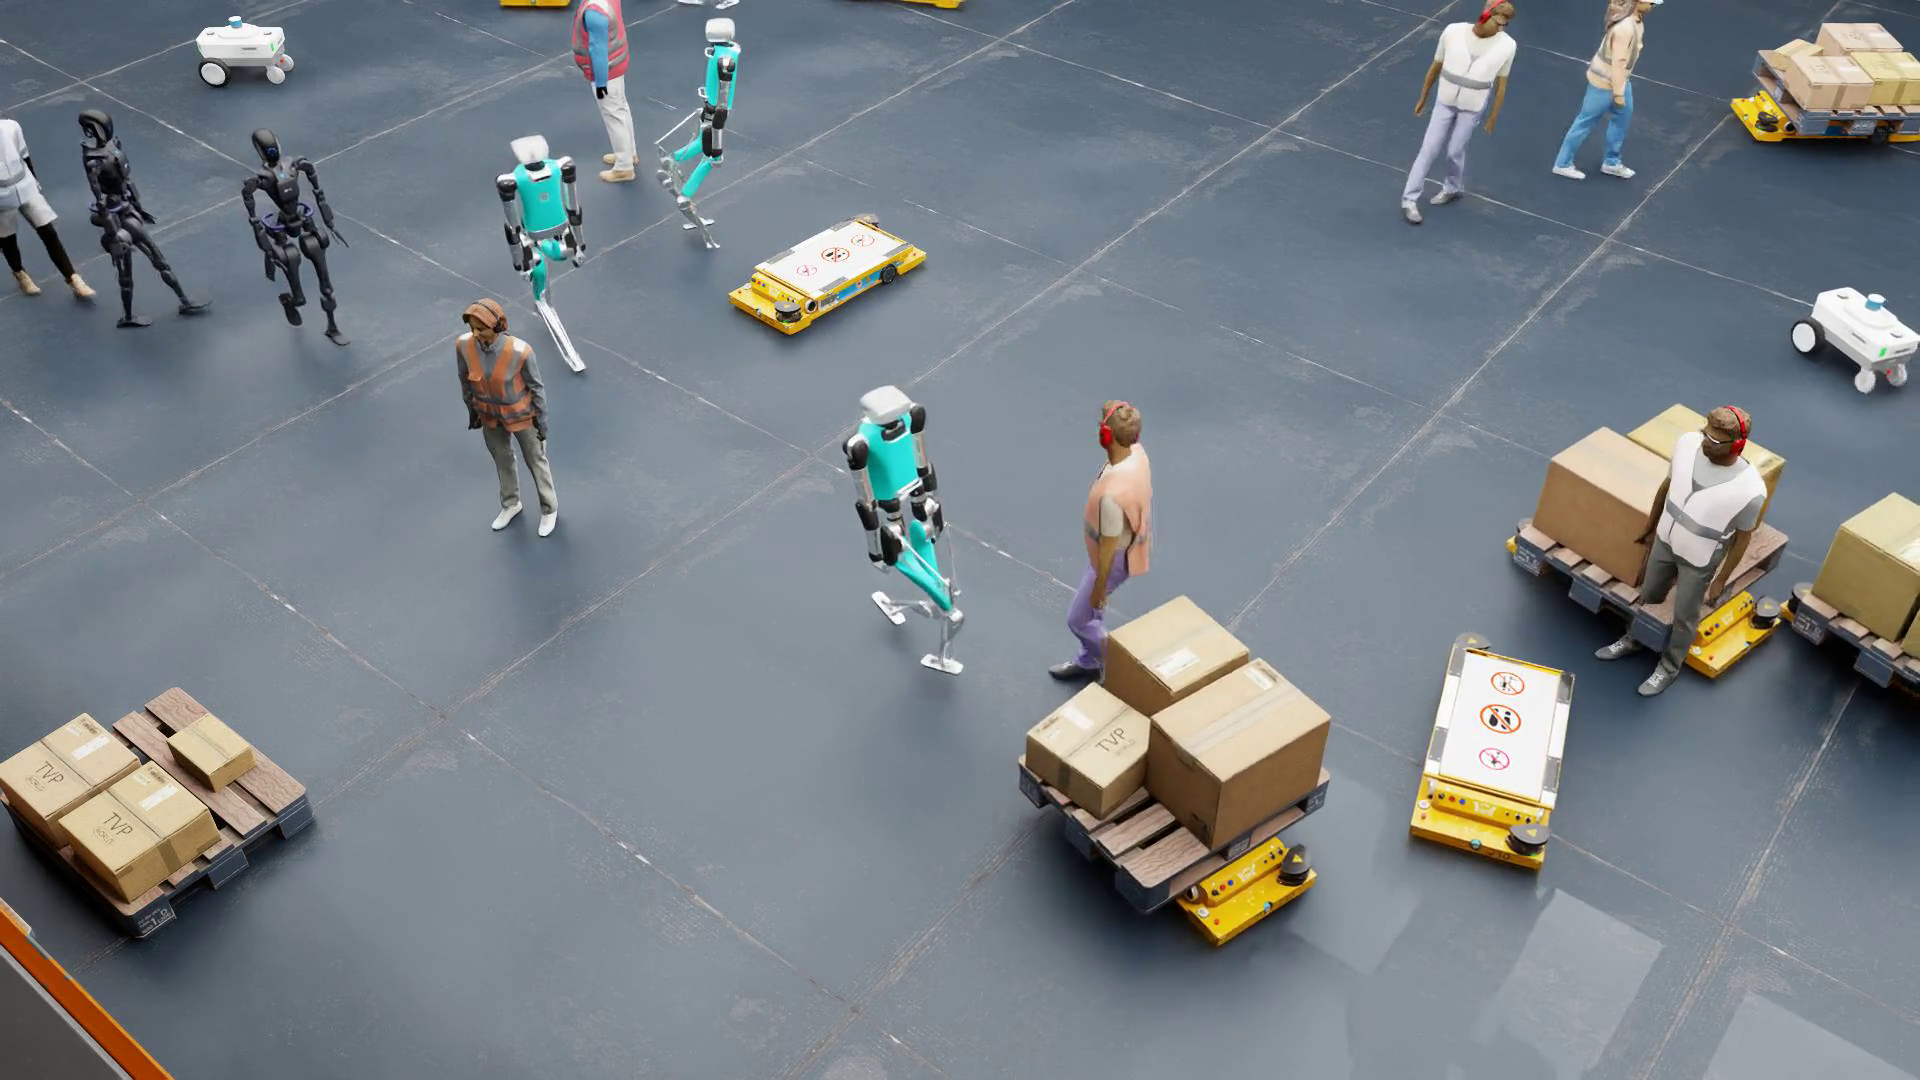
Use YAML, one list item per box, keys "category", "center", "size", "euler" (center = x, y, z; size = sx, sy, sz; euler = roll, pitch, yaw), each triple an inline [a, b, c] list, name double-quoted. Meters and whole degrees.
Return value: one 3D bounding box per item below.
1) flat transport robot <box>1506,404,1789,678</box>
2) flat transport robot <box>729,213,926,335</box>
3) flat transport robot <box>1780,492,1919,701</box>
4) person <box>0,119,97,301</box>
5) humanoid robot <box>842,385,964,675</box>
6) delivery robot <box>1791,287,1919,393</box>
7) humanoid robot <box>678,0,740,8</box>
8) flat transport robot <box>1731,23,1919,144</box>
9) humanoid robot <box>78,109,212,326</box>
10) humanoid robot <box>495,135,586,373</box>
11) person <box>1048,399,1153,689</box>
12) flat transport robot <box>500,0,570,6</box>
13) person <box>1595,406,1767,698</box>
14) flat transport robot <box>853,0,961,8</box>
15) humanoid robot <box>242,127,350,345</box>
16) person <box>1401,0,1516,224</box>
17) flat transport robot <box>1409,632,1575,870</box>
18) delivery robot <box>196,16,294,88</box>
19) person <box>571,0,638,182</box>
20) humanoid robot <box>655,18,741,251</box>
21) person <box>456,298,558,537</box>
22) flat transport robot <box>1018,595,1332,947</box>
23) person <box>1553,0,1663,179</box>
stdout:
- category: "flat transport robot"
  center: [4.017, 0.225, 9.813]
  size: [0.659, 0.231, 1.431]
  euler: [-27, 47, -28]
- category: "flat transport robot"
  center: [-0.979, -2.005, 12.437]
  size: [0.659, 0.231, 1.431]
  euler: [31, 49, 31]
- category: "flat transport robot"
  center: [5.432, 0.628, 9.339]
  size: [0.659, 0.231, 1.431]
  euler: [-24, 46, -26]
- category: "person"
  center: [-6.747, -2.414, 11.852]
  size: [0.798, 1.642, 0.543]
  euler: [26, 47, 28]
- category: "humanoid robot"
  center: [-0.171, 0.035, 8.925]
  size: [1.033, 1.726, 0.536]
  euler: [31, 49, 32]
- category: "delivery robot"
  center: [6.240, -1.437, 11.561]
  size: [0.499, 0.611, 0.792]
  euler: [-12, 42, -14]
- category: "humanoid robot"
  center: [-2.598, -5.990, 15.998]
  size: [0.865, 1.755, 0.579]
  euler: [-10, 41, -11]
- category: "flat transport robot"
  center: [7.525, -3.681, 14.408]
  size: [1.431, 0.231, 0.659]
  euler: [0, 40, 0]
- category: "humanoid robot"
  center: [-5.801, -2.229, 11.625]
  size: [0.682, 1.633, 0.612]
  euler: [-2, 40, -3]
- category: "humanoid robot"
  center: [-2.905, -2.058, 11.413]
  size: [0.541, 1.761, 1.027]
  euler: [-22, 45, -23]
- category: "person"
  center: [0.765, 0.087, 8.785]
  size: [0.493, 1.804, 0.613]
  euler: [7, 41, 8]
- category: "flat transport robot"
  center: [-4.171, -5.784, 16.882]
  size: [0.659, 0.231, 1.431]
  euler: [2, 40, 2]
- category: "person"
  center: [3.865, 0.047, 8.806]
  size: [0.373, 1.843, 0.568]
  euler: [-18, 44, -20]
- category: "flat transport robot"
  center: [-0.653, -5.603, 16.669]
  size: [1.431, 0.231, 0.659]
  euler: [9, 41, 10]
- category: "humanoid robot"
  center: [-4.606, -2.124, 11.500]
  size: [0.527, 1.644, 0.593]
  euler: [33, 50, 32]
- category: "person"
  center: [3.835, -3.325, 12.825]
  size: [0.644, 1.780, 0.641]
  euler: [15, 43, 17]
- category: "flat transport robot"
  center: [2.838, 1.080, 8.807]
  size: [0.659, 0.231, 1.431]
  euler: [14, 42, 16]
- category: "delivery robot"
  center: [-6.520, -4.436, 15.091]
  size: [0.808, 0.614, 0.499]
  euler: [0, 40, 0]
- category: "person"
  center: [-2.860, -3.776, 13.317]
  size: [0.432, 1.838, 0.628]
  euler: [-2, 40, -2]
- category: "humanoid robot"
  center: [-2.013, -3.008, 12.514]
  size: [0.840, 1.793, 0.537]
  euler: [-7, 41, -8]
- category: "person"
  center: [-2.680, -0.724, 9.870]
  size: [0.520, 1.638, 0.310]
  euler: [9, 41, 11]
- category: "flat transport robot"
  center: [1.072, 1.384, 8.449]
  size: [0.659, 0.231, 1.431]
  euler: [-25, 46, -26]
- category: "person"
  center: [5.275, -3.655, 13.270]
  size: [0.739, 1.696, 0.553]
  euler: [19, 44, 21]
